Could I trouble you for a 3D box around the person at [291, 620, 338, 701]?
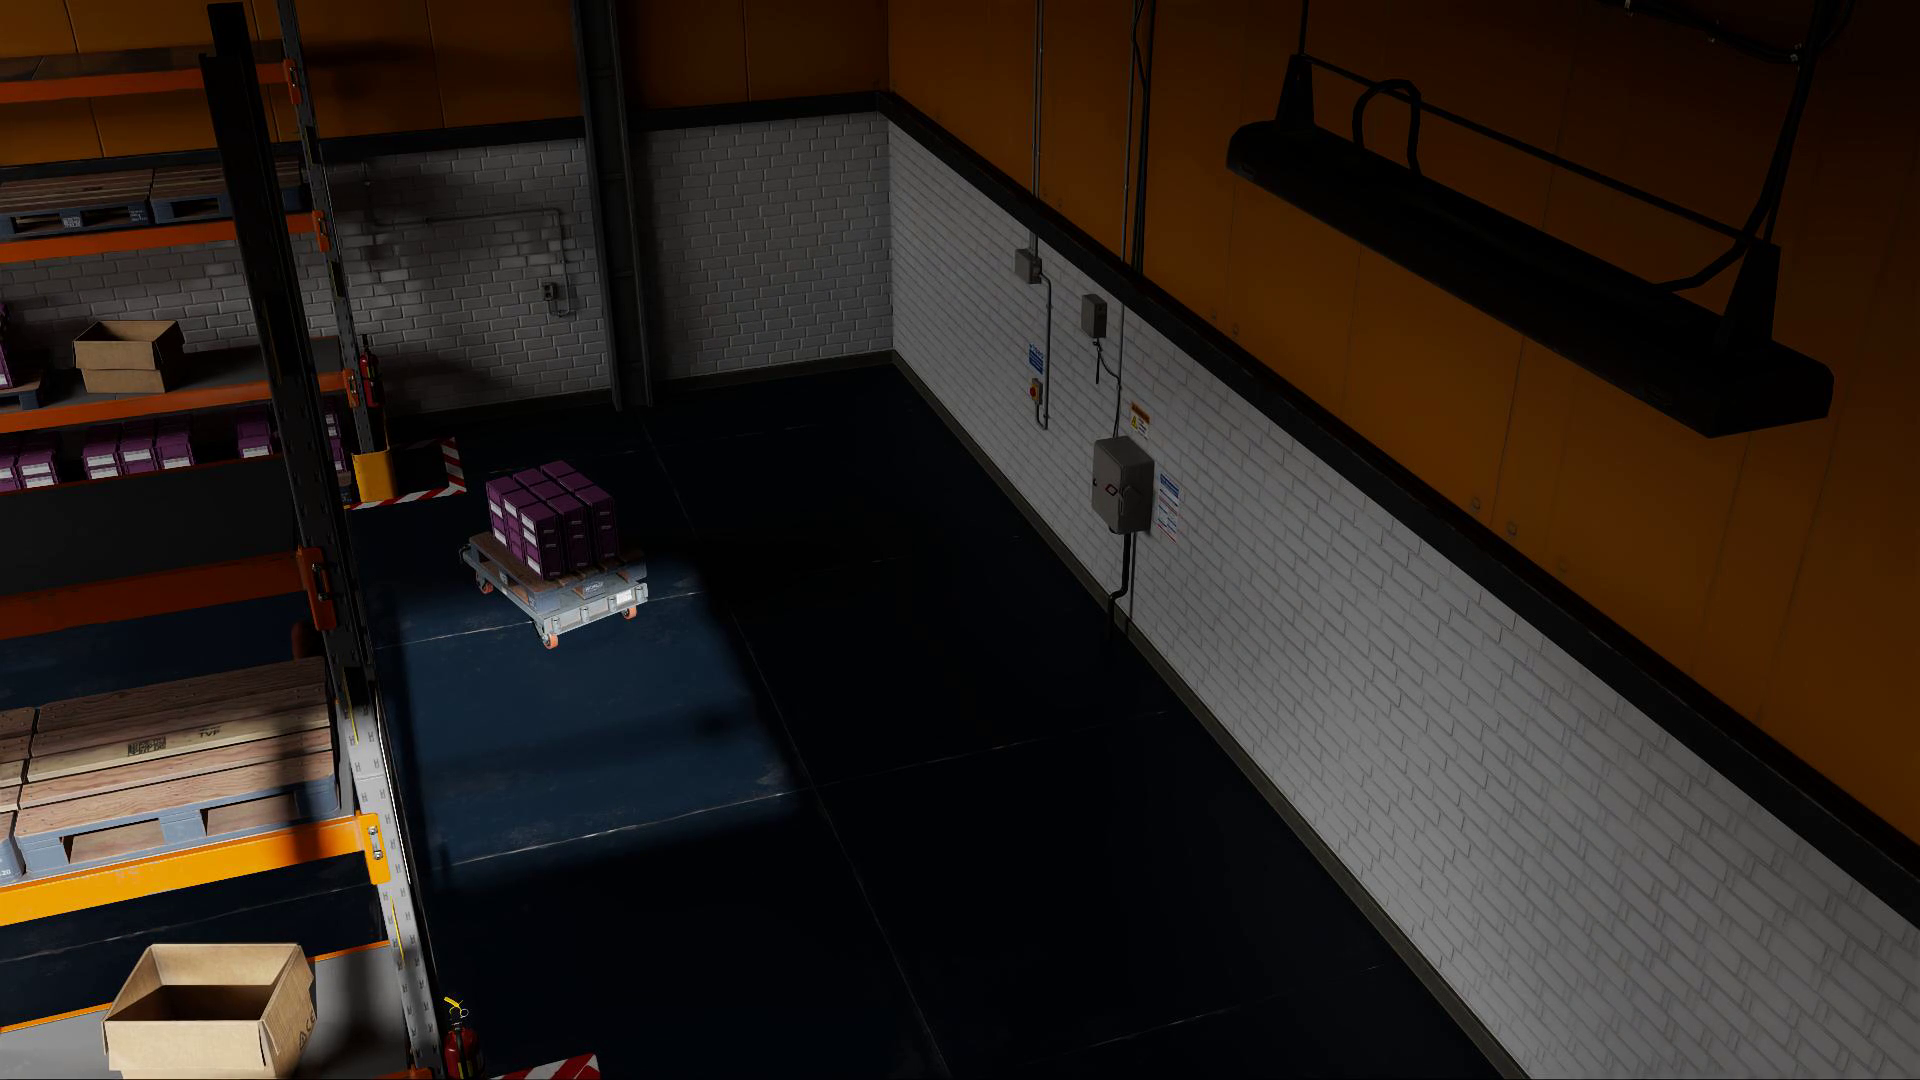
[{"bbox_3d":[-4.151,1.317,10.954,0.965,1.691,0.945,18,33,29],"label":"person"}]
